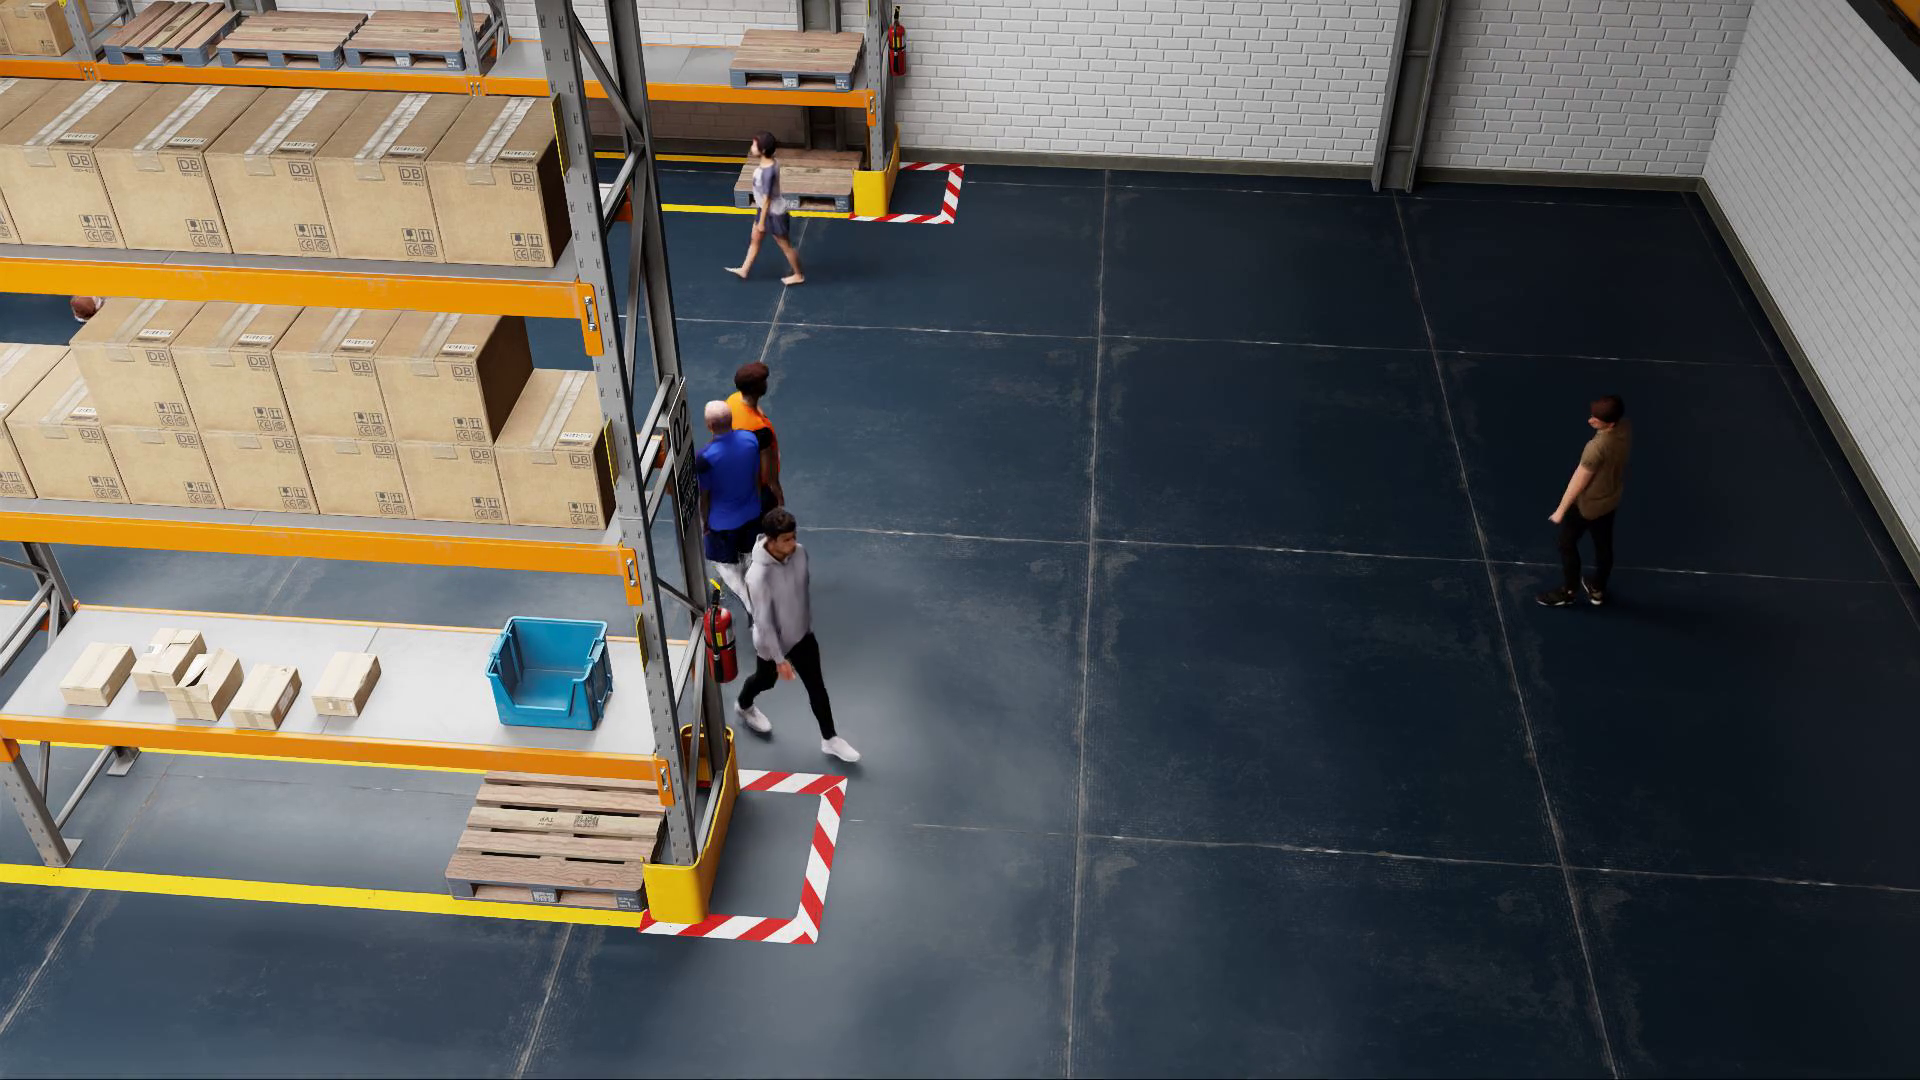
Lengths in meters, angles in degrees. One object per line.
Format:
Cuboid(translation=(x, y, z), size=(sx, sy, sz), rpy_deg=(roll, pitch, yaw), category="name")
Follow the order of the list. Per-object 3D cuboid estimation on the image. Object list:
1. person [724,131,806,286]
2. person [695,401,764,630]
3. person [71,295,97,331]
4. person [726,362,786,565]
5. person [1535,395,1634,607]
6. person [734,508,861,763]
Cuboid(translation=(-1.671, -3.043, 15.415), size=(1.023, 1.527, 0.710), rpy_deg=(-5, 39, -6), category="person")
Cuboid(translation=(-1.543, -0.142, 11.544), size=(0.995, 1.825, 1.055), rpy_deg=(-27, 46, -30), category="person")
Cuboid(translation=(-7.013, -1.494, 13.749), size=(0.577, 1.185, 0.539), rpy_deg=(8, 39, 10), category="person")
Cuboid(translation=(-1.521, -0.439, 11.878), size=(0.935, 1.871, 0.884), rpy_deg=(-21, 43, -24), category="person")
Cuboid(translation=(4.489, -0.262, 11.707), size=(0.865, 1.810, 0.911), rpy_deg=(-20, 43, -23), category="person")
Cuboid(translation=(-1.216, 0.588, 10.581), size=(1.309, 1.886, 1.120), rpy_deg=(26, 45, 29), category="person")
